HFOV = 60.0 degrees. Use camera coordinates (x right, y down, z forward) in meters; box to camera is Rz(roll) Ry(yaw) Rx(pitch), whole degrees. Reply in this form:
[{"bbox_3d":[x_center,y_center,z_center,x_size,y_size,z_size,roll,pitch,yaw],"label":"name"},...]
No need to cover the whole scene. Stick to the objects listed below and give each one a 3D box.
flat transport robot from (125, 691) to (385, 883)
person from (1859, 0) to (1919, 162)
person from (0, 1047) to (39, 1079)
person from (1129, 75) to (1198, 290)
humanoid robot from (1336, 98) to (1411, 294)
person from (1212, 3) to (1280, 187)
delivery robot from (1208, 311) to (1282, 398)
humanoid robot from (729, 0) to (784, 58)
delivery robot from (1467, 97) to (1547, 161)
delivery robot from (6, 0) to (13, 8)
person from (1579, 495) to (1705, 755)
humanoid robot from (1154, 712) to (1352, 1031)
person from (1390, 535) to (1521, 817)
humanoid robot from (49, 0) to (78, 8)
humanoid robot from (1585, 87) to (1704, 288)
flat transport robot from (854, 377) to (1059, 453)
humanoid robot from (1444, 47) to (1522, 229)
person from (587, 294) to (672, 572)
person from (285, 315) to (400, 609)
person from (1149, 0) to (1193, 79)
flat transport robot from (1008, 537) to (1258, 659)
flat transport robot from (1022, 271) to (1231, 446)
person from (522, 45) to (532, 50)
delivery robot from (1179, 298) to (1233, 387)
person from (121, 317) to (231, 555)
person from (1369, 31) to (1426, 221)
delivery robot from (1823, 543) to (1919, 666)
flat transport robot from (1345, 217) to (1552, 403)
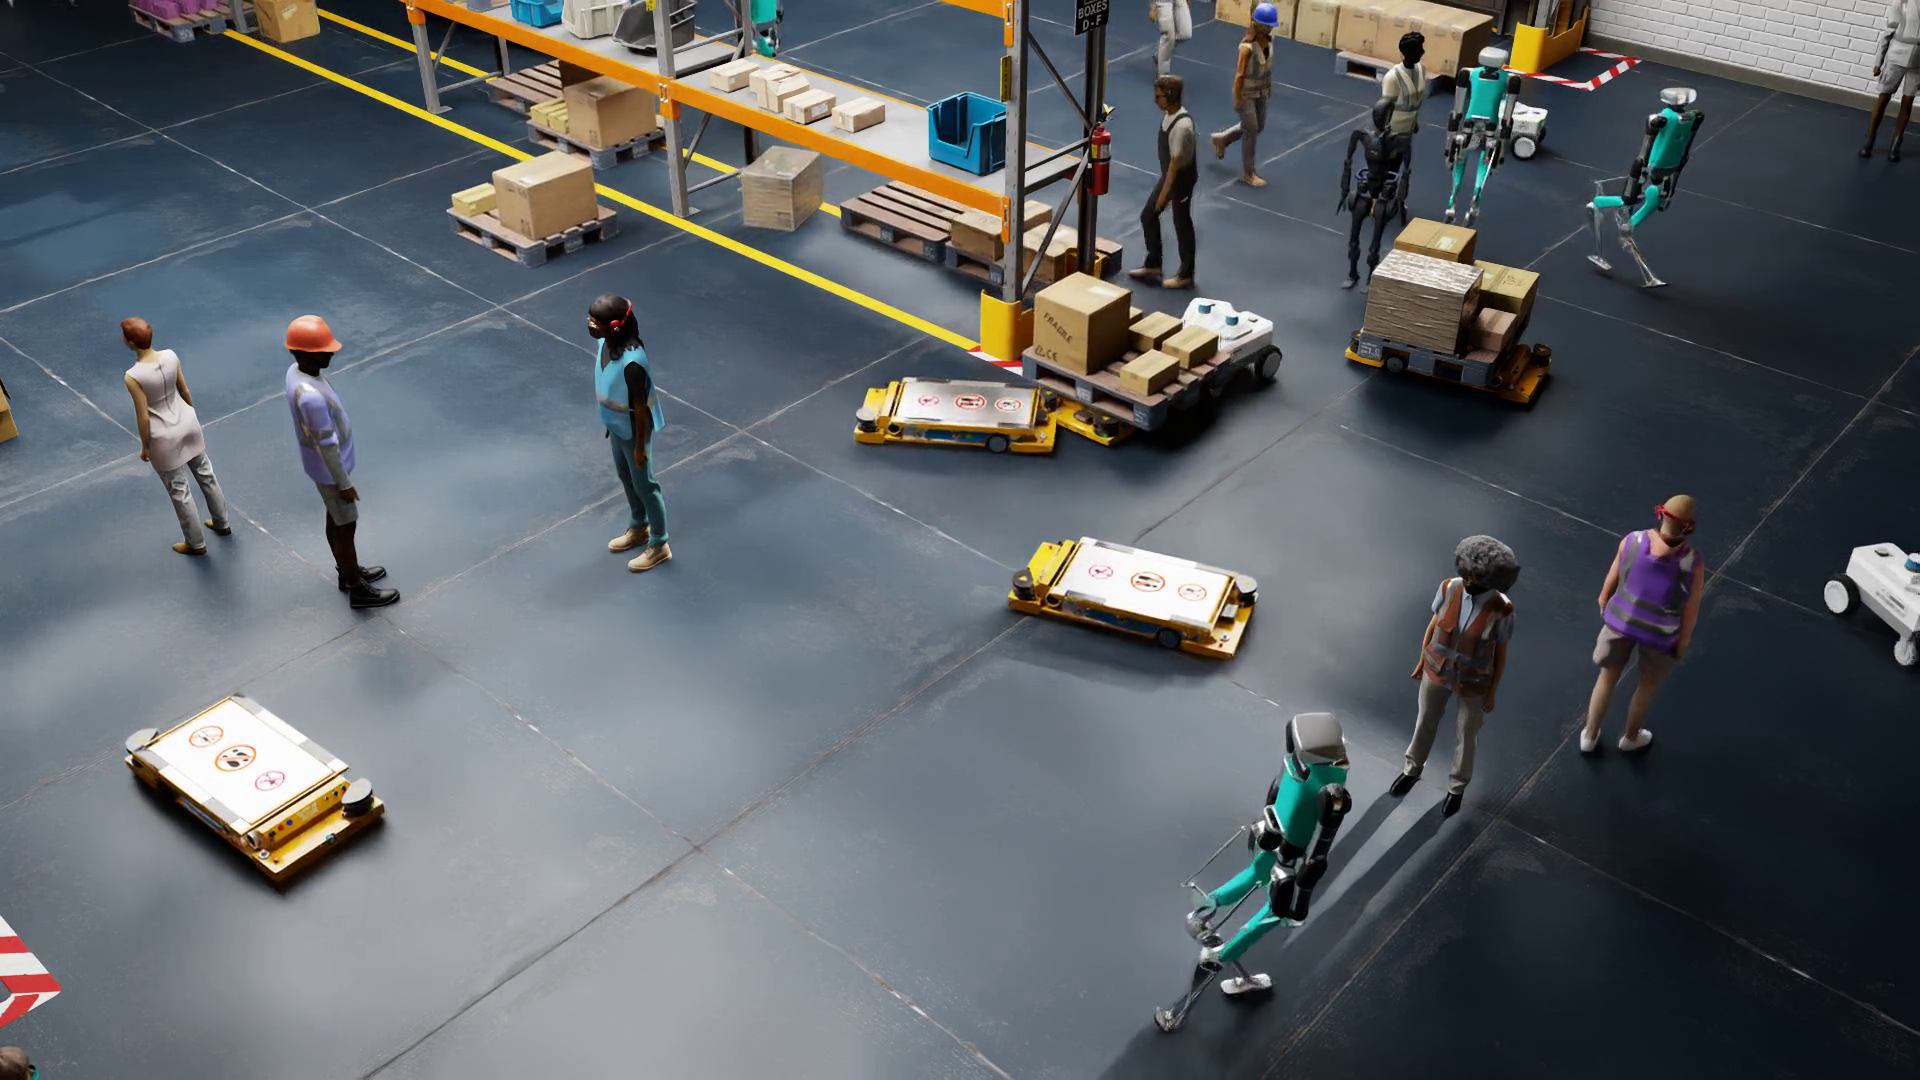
[{"bbox_3d":[-3.816,1.284,8.950,1.431,0.231,0.659,24,41,30],"label":"flat transport robot"},{"bbox_3d":[9.142,-4.623,16.056,0.547,1.924,0.385,14,37,19],"label":"person"},{"bbox_3d":[-3.275,2.432,6.057,0.487,1.660,0.341,18,39,24],"label":"person"},{"bbox_3d":[1.692,-2.920,13.672,0.668,1.814,0.541,-5,35,-7],"label":"person"},{"bbox_3d":[3.404,-2.819,13.656,0.601,1.651,0.332,17,38,23],"label":"humanoid robot"},{"bbox_3d":[2.677,-4.221,15.616,0.512,1.742,0.661,-29,44,-35],"label":"person"},{"bbox_3d":[2.069,-1.457,12.686,0.801,0.612,0.499,-27,43,-33],"label":"delivery robot"},{"bbox_3d":[-2.130,-5.003,16.857,0.771,1.888,0.532,28,43,34],"label":"humanoid robot"},{"bbox_3d":[5.457,-4.136,16.539,0.754,0.581,0.499,14,37,20],"label":"delivery robot"},{"bbox_3d":[-11.931,-6.924,20.568,0.499,0.570,0.746,-11,36,-16],"label":"delivery robot"},{"bbox_3d":[3.652,0.468,8.894,0.506,1.687,0.422,23,41,29],"label":"person"},{"bbox_3d":[1.203,1.539,7.364,0.856,1.861,0.566,-5,35,-8],"label":"humanoid robot"},{"bbox_3d":[2.559,0.700,8.544,0.445,1.687,0.314,24,41,30],"label":"person"},{"bbox_3d":[-11.127,-7.262,20.106,0.609,1.638,0.617,-20,39,-26],"label":"humanoid robot"},{"bbox_3d":[5.625,-2.937,13.776,0.564,1.735,1.028,-14,37,-20],"label":"humanoid robot"},{"bbox_3d":[-0.012,-0.911,12.131,1.431,0.231,0.659,4,35,5],"label":"flat transport robot"},{"bbox_3d":[4.358,-3.187,14.189,0.530,1.854,0.783,13,37,18],"label":"humanoid robot"},{"bbox_3d":[-2.068,-0.677,10.396,0.395,1.862,0.503,-22,40,-28],"label":"person"},{"bbox_3d":[-3.763,-0.465,10.024,0.372,1.931,0.542,-17,38,-23],"label":"person"},{"bbox_3d":[2.250,-5.769,17.743,0.563,1.872,0.475,-24,41,-31],"label":"person"},{"bbox_3d":[1.078,0.333,10.327,1.431,0.231,0.659,13,37,18],"label":"flat transport robot"},{"bbox_3d":[1.293,-1.151,12.477,0.659,0.231,1.431,27,43,33],"label":"flat transport robot"},{"bbox_3d":[-5.038,-6.483,18.914,0.753,1.721,0.578,29,44,35],"label":"person"},{"bbox_3d":[1.869,-1.577,12.821,0.499,0.569,0.749,11,36,16],"label":"delivery robot"},{"bbox_3d":[-5.007,-0.667,10.550,0.286,1.661,0.438,14,37,19],"label":"person"},{"bbox_3d":[3.950,-3.728,14.953,0.535,1.696,0.318,-28,43,-34],"label":"person"},{"bbox_3d":[5.691,0.345,10.064,0.499,0.601,0.805,-8,35,-11],"label":"delivery robot"},{"bbox_3d":[3.788,-1.442,12.899,1.431,0.231,0.659,18,39,25],"label":"flat transport robot"}]
